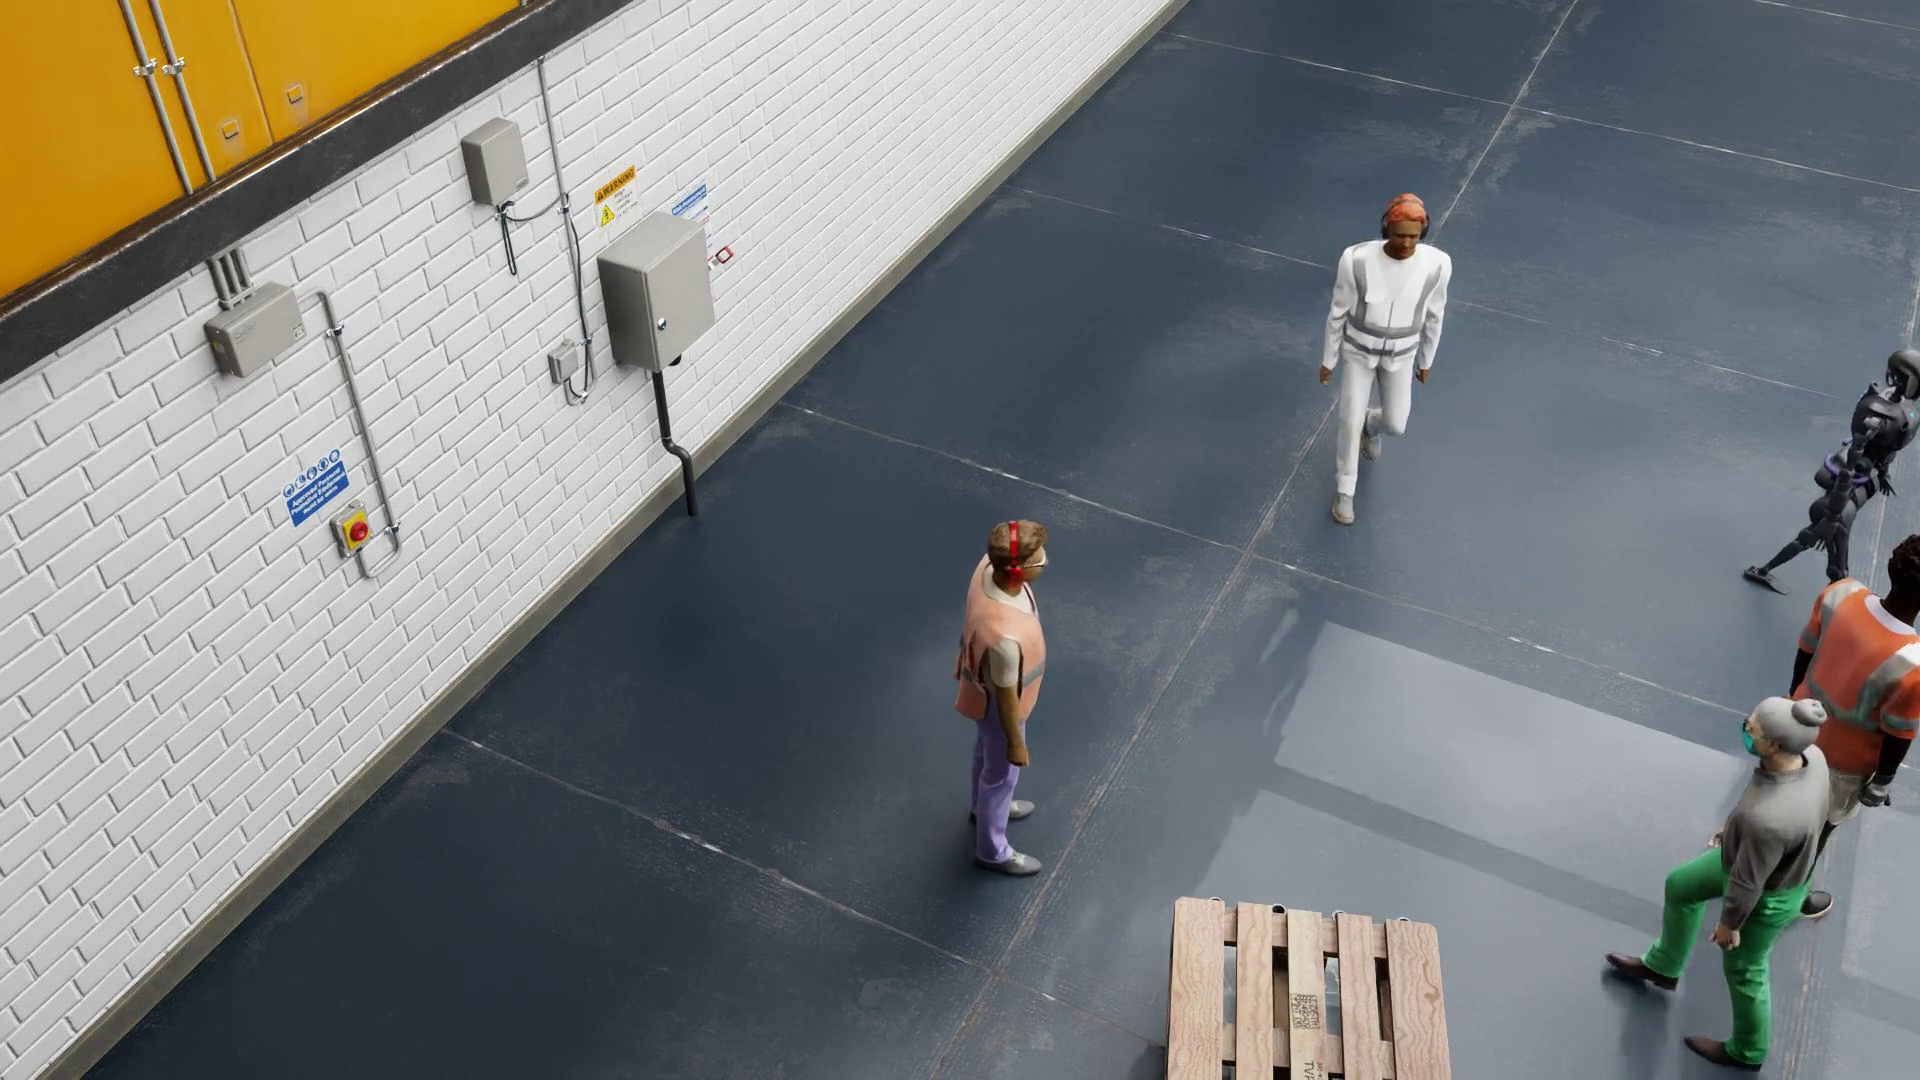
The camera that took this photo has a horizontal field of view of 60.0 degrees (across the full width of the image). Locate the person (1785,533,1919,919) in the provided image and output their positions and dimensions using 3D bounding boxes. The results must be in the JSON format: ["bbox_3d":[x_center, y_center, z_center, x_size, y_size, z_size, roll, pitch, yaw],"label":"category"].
[{"bbox_3d":[3.534,0.760,6.658,0.364,1.965,0.609,-10,42,-12],"label":"person"}]

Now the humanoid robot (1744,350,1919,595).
[{"bbox_3d":[4.389,-0.241,8.073,0.610,1.626,0.752,-31,50,-31],"label":"humanoid robot"}]

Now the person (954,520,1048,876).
[{"bbox_3d":[0.164,0.651,6.880,0.380,1.839,0.563,-2,41,-3],"label":"person"}]

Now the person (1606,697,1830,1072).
[{"bbox_3d":[2.928,1.240,6.227,0.754,1.802,0.523,24,46,25],"label":"person"}]

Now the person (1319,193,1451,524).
[{"bbox_3d":[2.200,-0.987,8.756,0.597,1.868,0.650,5,41,6],"label":"person"}]
